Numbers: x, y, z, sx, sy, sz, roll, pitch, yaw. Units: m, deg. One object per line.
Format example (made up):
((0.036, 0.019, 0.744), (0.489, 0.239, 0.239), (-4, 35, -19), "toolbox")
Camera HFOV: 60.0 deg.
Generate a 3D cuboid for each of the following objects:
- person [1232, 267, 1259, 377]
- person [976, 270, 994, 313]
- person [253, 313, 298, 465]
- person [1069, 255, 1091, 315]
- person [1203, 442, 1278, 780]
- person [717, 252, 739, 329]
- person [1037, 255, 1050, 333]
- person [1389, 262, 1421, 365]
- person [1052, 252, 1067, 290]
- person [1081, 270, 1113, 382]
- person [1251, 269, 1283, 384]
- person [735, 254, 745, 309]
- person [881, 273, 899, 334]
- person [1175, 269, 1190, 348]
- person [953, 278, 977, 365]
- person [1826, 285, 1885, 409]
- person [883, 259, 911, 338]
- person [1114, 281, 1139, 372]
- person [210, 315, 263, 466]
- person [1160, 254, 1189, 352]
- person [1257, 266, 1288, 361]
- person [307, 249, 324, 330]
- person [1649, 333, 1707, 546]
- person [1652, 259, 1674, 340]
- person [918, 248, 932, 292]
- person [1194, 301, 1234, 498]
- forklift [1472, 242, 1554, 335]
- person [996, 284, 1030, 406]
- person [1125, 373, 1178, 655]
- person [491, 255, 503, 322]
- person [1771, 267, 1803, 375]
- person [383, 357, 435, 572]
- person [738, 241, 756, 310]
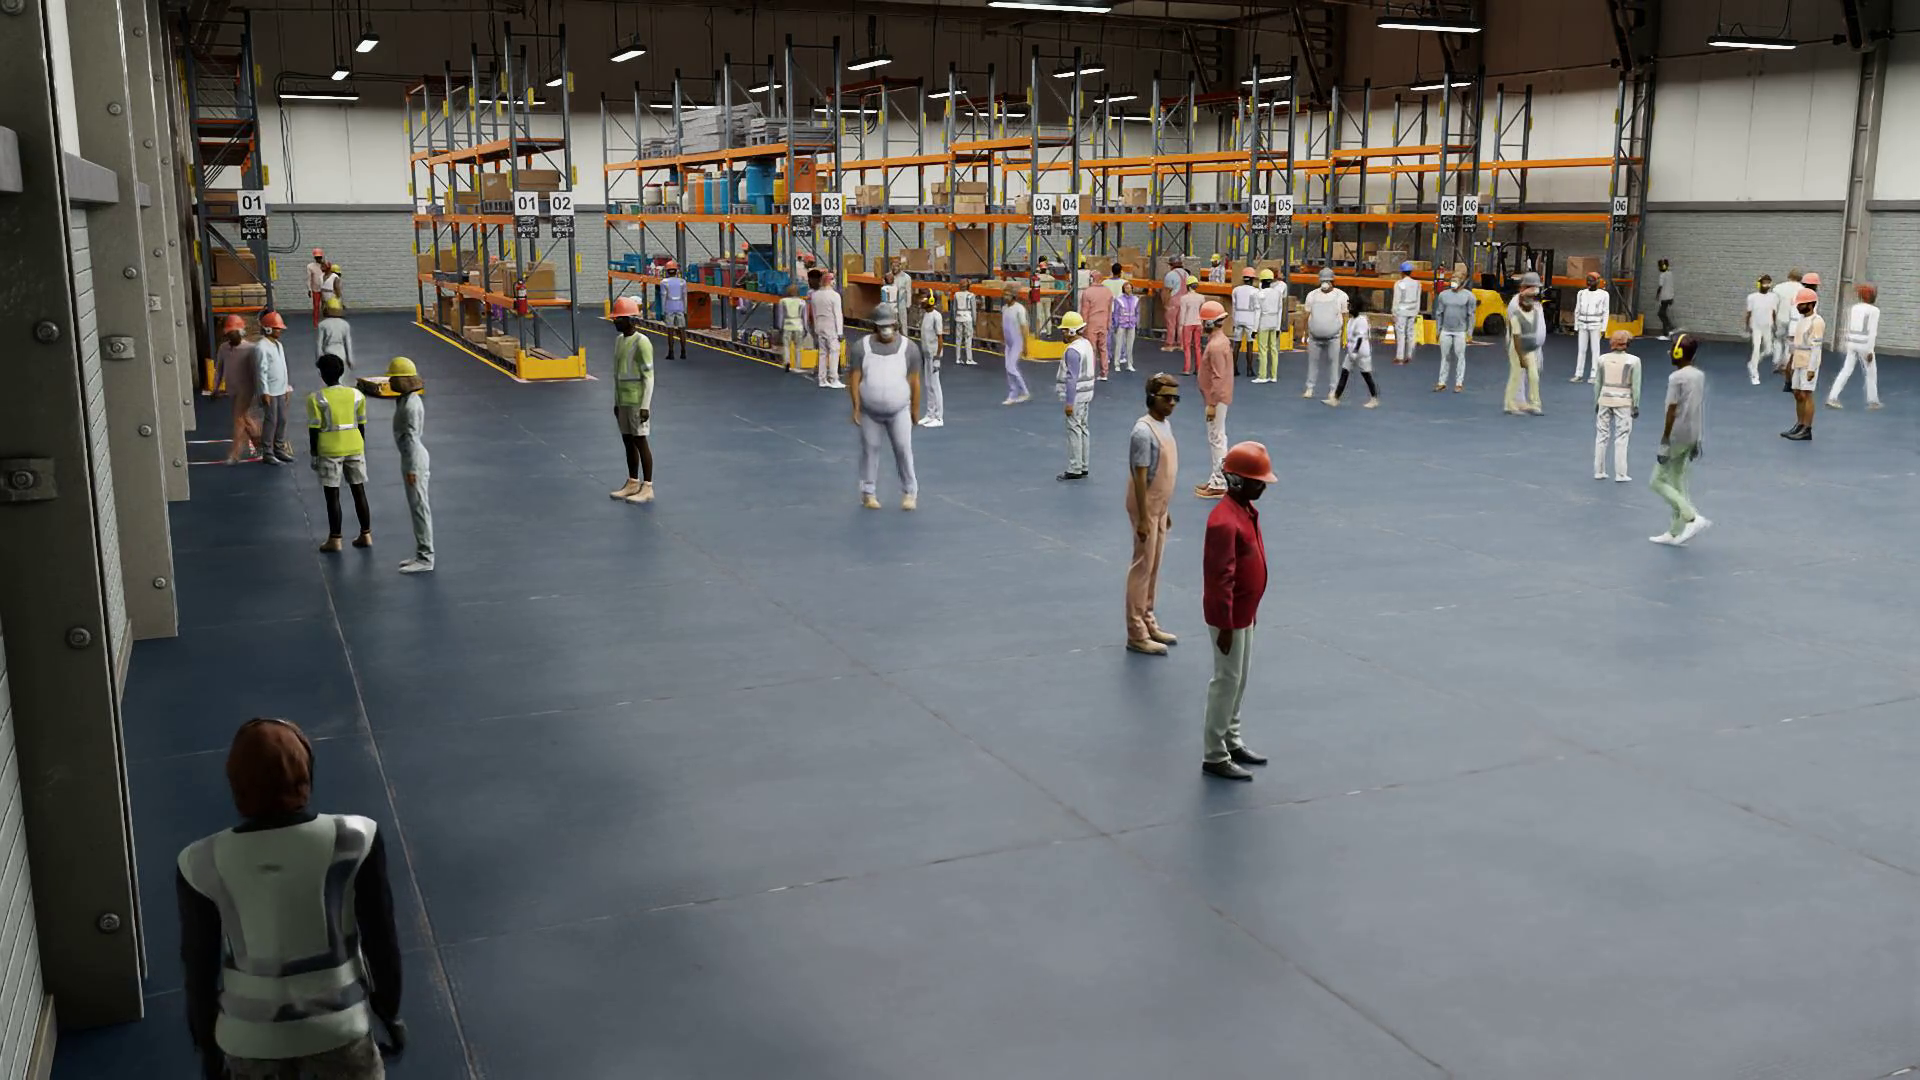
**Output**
((5.062, -3.843, 29.365), (0.543, 1.927, 0.405), (8, 14, 36), "person")
((0.624, -6.983, 45.014), (0.611, 2.041, 0.386), (3, 11, 13), "person")
((-7.869, -1.736, 19.120), (0.352, 1.742, 0.571), (0, 11, 2), "person")
((2.754, -5.476, 37.645), (0.588, 1.930, 0.359), (-2, 11, -11), "person")
((1.424, 0.357, 8.492), (0.351, 1.738, 0.574), (4, 12, 21), "person")
((-5.676, -6.081, 40.725), (0.594, 1.926, 0.366), (4, 12, 18), "person")
((1.958, -5.909, 40.030), (0.522, 1.865, 0.318), (9, 14, 38), "person")
((8.440, -4.301, 31.666), (0.617, 1.937, 0.502), (-5, 12, -23), "person")
((2.949, -7.770, 49.844), (0.534, 1.724, 0.910), (-1, 11, -3), "person")
((2.308, -3.660, 28.480), (0.651, 1.904, 0.403), (-7, 13, -33), "person")
((5.181, -3.615, 28.190), (0.589, 1.927, 0.388), (-6, 13, -28), "person")
((-6.637, -7.746, 49.936), (0.503, 1.633, 0.280), (-9, 15, -40), "person")
((-1.454, -4.691, 34.400), (0.307, 1.636, 0.525), (10, 15, 41), "person")
((4.755, -4.933, 35.504), (0.319, 1.687, 0.538), (-2, 11, -10), "person")
((0.096, -4.156, 31.674), (0.524, 1.639, 0.306), (8, 14, 37), "person")
((13.239, -2.837, 24.480), (0.965, 1.840, 0.587), (-3, 12, -15), "person")
((-1.351, -4.991, 35.274), (0.642, 1.899, 0.394), (3, 11, 14), "person")
((3.030, -3.881, 30.274), (0.514, 1.641, 0.315), (-4, 12, -20), "person")
((-8.333, -1.739, 19.263), (0.576, 1.719, 0.848), (5, 12, 24), "person")
((4.460, -4.957, 34.723), (0.686, 2.000, 0.535), (-10, 15, -42), "person")
((6.091, -4.406, 32.433), (0.564, 1.840, 0.394), (6, 12, 26), "person")
((-15.784, -6.182, 41.064), (0.624, 1.992, 0.390), (-5, 12, -25), "person")
((6.217, -0.849, 14.317), (0.542, 1.852, 0.467), (-9, 14, -38), "person")
((15.970, -5.448, 37.735), (0.547, 1.841, 0.437), (-10, 15, -43), "person")
((-0.959, -7.175, 46.378), (0.399, 1.900, 0.635), (-7, 13, -33), "person")
((2.570, -1.417, 16.858), (0.392, 1.991, 0.613), (3, 11, 13), "person")
((13.047, -6.049, 39.881), (2.313, 2.155, 1.214), (-5, 12, -23), "forklift")
((0.773, -2.898, 24.804), (0.392, 1.823, 0.556), (-7, 13, -31), "person")
((1.273, -0.180, 10.955), (0.348, 1.842, 0.506), (5, 12, 23), "person")
((-12.341, -6.674, 44.169), (0.563, 1.755, 0.323), (7, 13, 33), "person")
((14.734, -3.889, 29.612), (0.658, 1.911, 0.524), (3, 12, 17), "person")
((-4.434, -0.605, 13.393), (0.314, 1.738, 0.486), (-4, 12, -20), "person")
((-6.331, -7.873, 49.590), (0.619, 2.028, 0.410), (2, 11, 9), "person")
